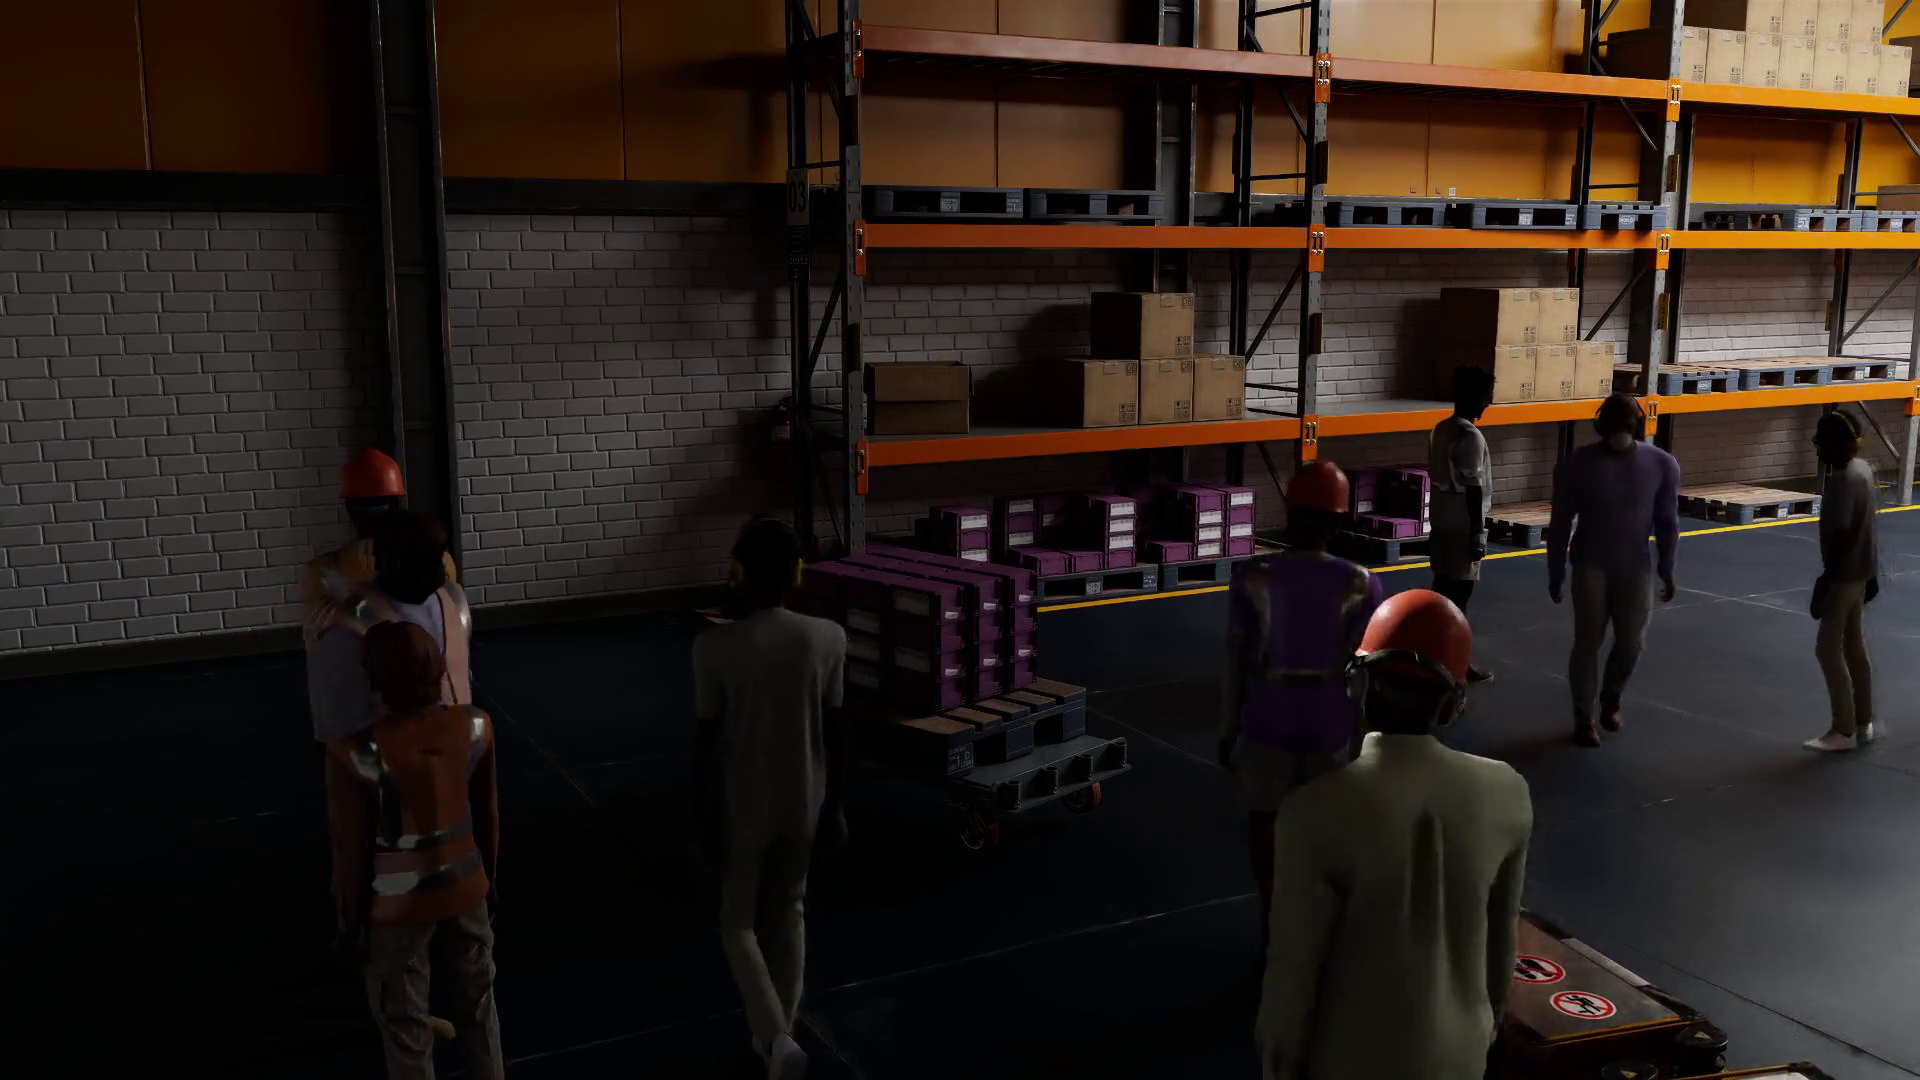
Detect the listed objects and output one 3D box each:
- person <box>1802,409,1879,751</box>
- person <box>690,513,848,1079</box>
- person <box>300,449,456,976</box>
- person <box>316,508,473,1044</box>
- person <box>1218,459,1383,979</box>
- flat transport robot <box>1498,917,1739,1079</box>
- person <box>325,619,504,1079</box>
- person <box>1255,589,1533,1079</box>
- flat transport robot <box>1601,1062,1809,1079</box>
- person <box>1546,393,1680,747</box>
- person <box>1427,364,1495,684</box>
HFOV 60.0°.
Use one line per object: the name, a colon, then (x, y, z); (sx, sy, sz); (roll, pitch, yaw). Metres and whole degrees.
person: (4.739, 0.207, 8.876); (0.398, 1.829, 0.707); (8, 13, 38)
person: (-0.567, 0.844, 5.133); (0.522, 1.852, 0.639); (-4, 11, -23)
person: (-2.113, 0.630, 6.122); (0.551, 1.933, 0.373); (-6, 11, -29)
person: (-1.872, 0.784, 5.581); (0.487, 1.821, 0.673); (4, 10, 20)
person: (1.214, 0.665, 5.972); (0.568, 1.910, 0.585); (1, 10, 8)
flat transport robot: (1.893, 1.531, 5.718); (0.652, 0.197, 1.431); (-3, 10, -17)
person: (-1.510, 1.032, 4.656); (0.315, 1.640, 0.515); (9, 13, 42)
person: (0.926, 1.085, 3.457); (0.634, 1.961, 0.863); (-3, 10, -17)
flat transport robot: (2.356, 1.764, 4.377); (0.652, 0.197, 1.431); (-2, 10, -13)
person: (3.471, 0.164, 8.868); (0.686, 1.915, 0.464); (2, 10, 12)
person: (3.083, -0.100, 10.253); (0.368, 1.960, 0.602); (-1, 10, -7)
